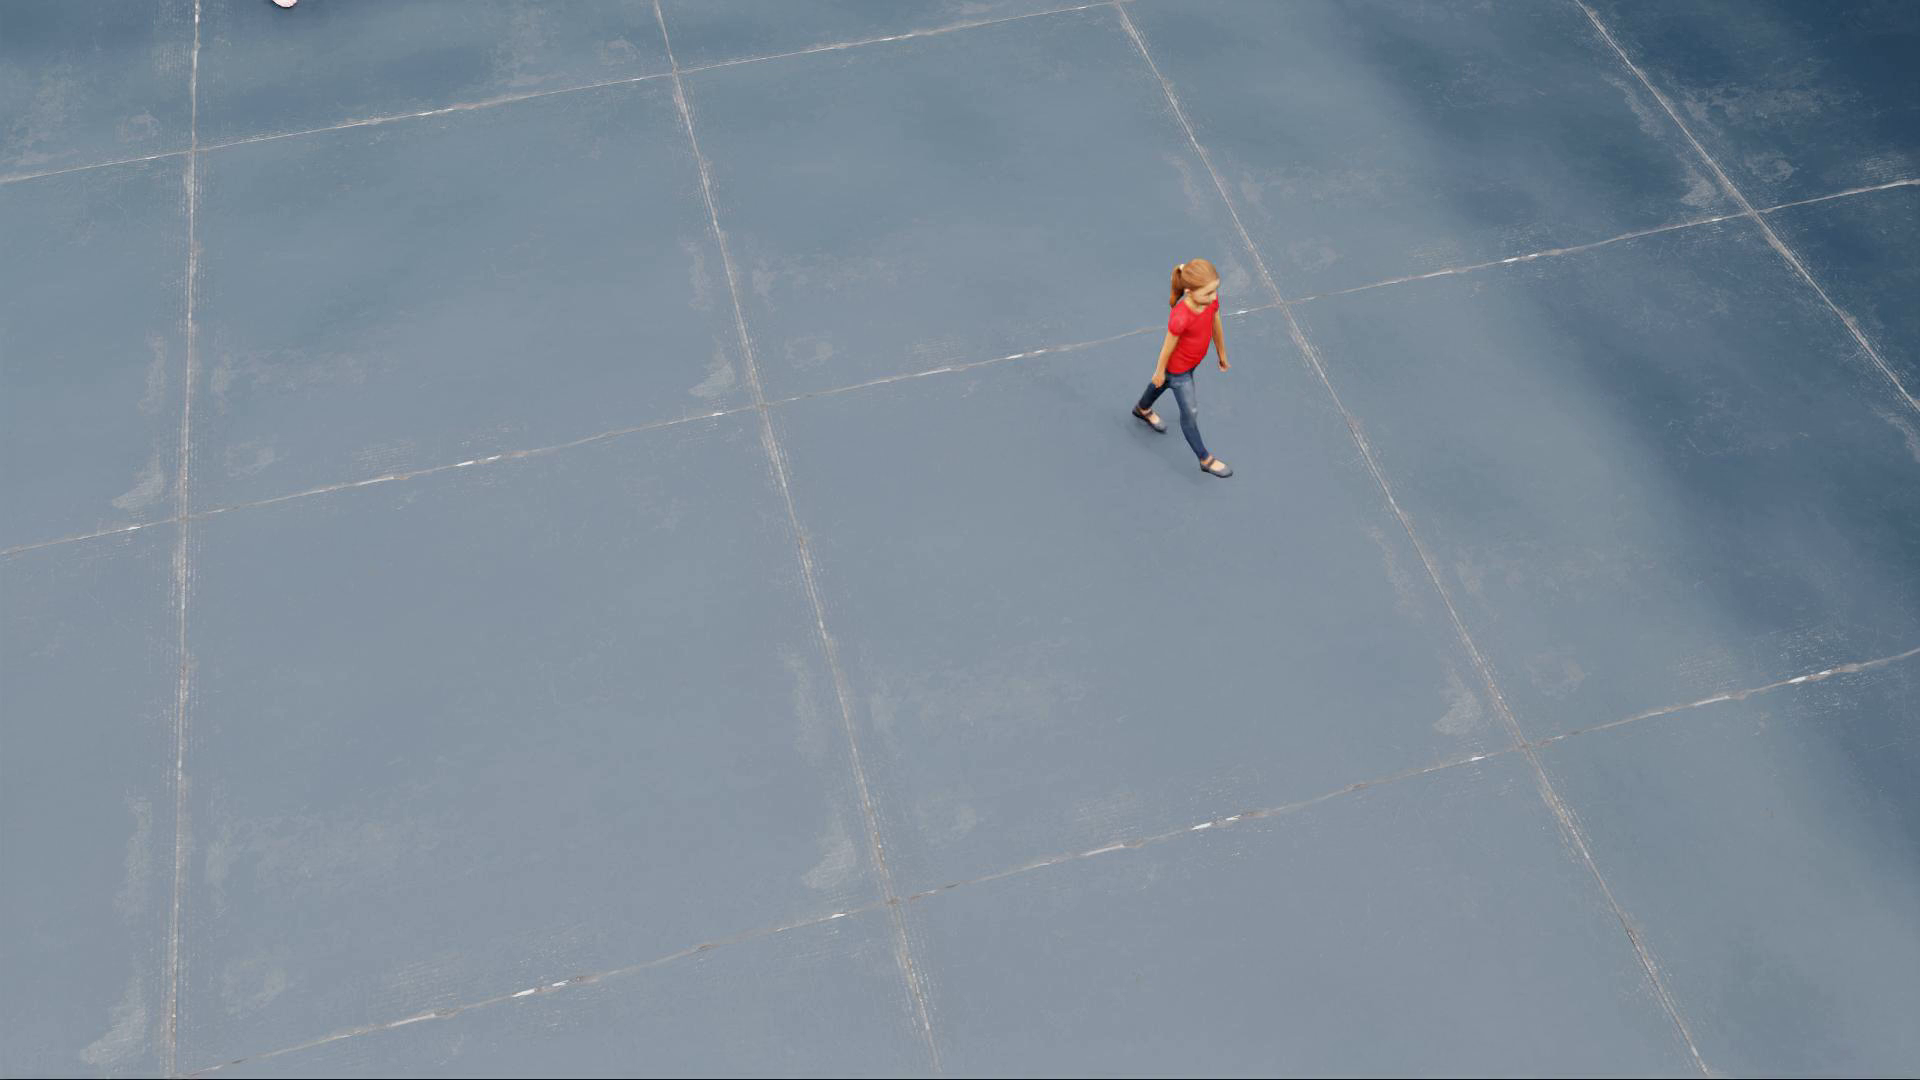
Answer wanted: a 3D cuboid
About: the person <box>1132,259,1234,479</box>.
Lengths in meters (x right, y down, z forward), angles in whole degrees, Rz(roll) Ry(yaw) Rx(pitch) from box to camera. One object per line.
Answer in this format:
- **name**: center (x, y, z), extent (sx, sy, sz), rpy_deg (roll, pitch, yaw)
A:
- **person**: center (1.069, -0.932, 8.312), extent (0.972, 1.277, 0.806), rpy_deg (36, 60, 24)
